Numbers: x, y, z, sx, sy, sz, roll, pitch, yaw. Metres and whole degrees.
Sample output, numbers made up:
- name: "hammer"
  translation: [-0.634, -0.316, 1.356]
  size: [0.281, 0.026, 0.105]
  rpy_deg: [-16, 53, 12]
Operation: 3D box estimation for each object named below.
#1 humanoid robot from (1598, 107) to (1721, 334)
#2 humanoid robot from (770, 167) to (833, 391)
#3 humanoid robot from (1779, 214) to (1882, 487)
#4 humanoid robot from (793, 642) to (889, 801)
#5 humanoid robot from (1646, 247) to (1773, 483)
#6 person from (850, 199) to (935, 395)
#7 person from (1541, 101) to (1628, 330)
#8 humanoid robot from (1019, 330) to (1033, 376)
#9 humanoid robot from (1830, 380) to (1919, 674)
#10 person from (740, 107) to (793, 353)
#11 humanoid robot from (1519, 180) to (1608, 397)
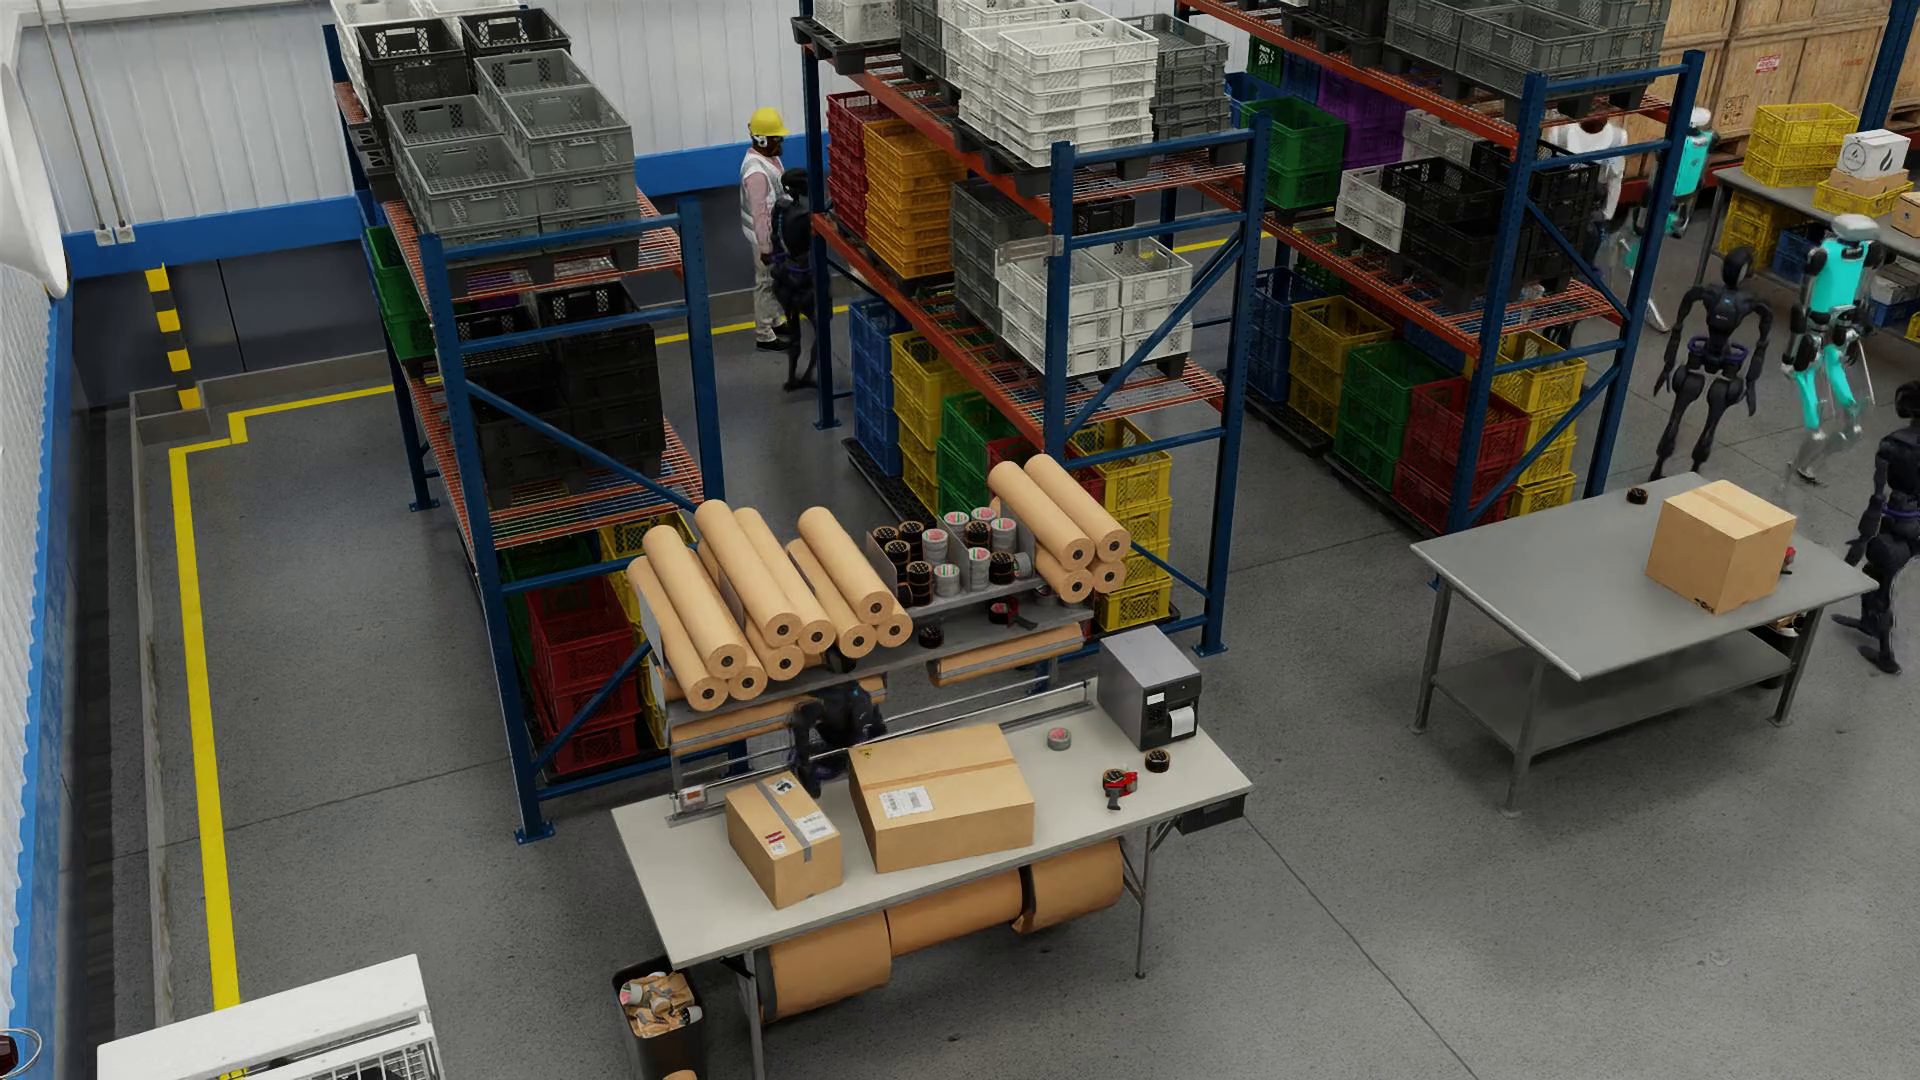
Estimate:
- name: "humanoid robot"
  translation: [5.181, -2.509, 12.676]
  size: [0.546, 1.767, 0.928]
  rpy_deg: [-13, 34, -20]
- name: "humanoid robot"
  translation: [-1.113, -1.792, 11.525]
  size: [0.335, 1.661, 0.599]
  rpy_deg: [-26, 40, -36]
- name: "humanoid robot"
  translation: [5.458, -1.070, 10.353]
  size: [0.542, 1.843, 0.690]
  rpy_deg: [-10, 33, -16]
- name: "humanoid robot"
  translation: [-0.491, 1.002, 7.000]
  size: [0.373, 1.647, 0.605]
  rpy_deg: [17, 36, 26]
- name: "humanoid robot"
  translation: [4.627, -1.003, 10.262]
  size: [0.604, 1.657, 0.457]
  rpy_deg: [18, 36, 27]
- name: "person"
  translation: [-0.446, -1.859, 11.533]
  size: [0.661, 1.812, 0.589]
  rpy_deg: [26, 40, 35]
- name: "person"
  translation: [4.651, -2.555, 12.632]
  size: [0.623, 1.830, 1.006]
  rpy_deg: [5, 32, 8]
- name: "humanoid robot"
  translation: [0.468, -1.982, 11.789]
  size: [0.743, 1.765, 0.556]
  rpy_deg: [10, 33, 16]
- name: "humanoid robot"
  translation: [4.943, -0.080, 8.777]
  size: [0.611, 1.631, 0.544]
  rpy_deg: [-17, 36, -26]
- name: "person"
  translation: [-1.386, -2.263, 12.168]
  size: [0.405, 1.824, 0.584]
  rpy_deg: [0, 32, 0]
- name: "humanoid robot"
  translation: [4.204, -1.677, 11.372]
  size: [0.590, 1.648, 0.465]
  rpy_deg: [-26, 40, -36]
